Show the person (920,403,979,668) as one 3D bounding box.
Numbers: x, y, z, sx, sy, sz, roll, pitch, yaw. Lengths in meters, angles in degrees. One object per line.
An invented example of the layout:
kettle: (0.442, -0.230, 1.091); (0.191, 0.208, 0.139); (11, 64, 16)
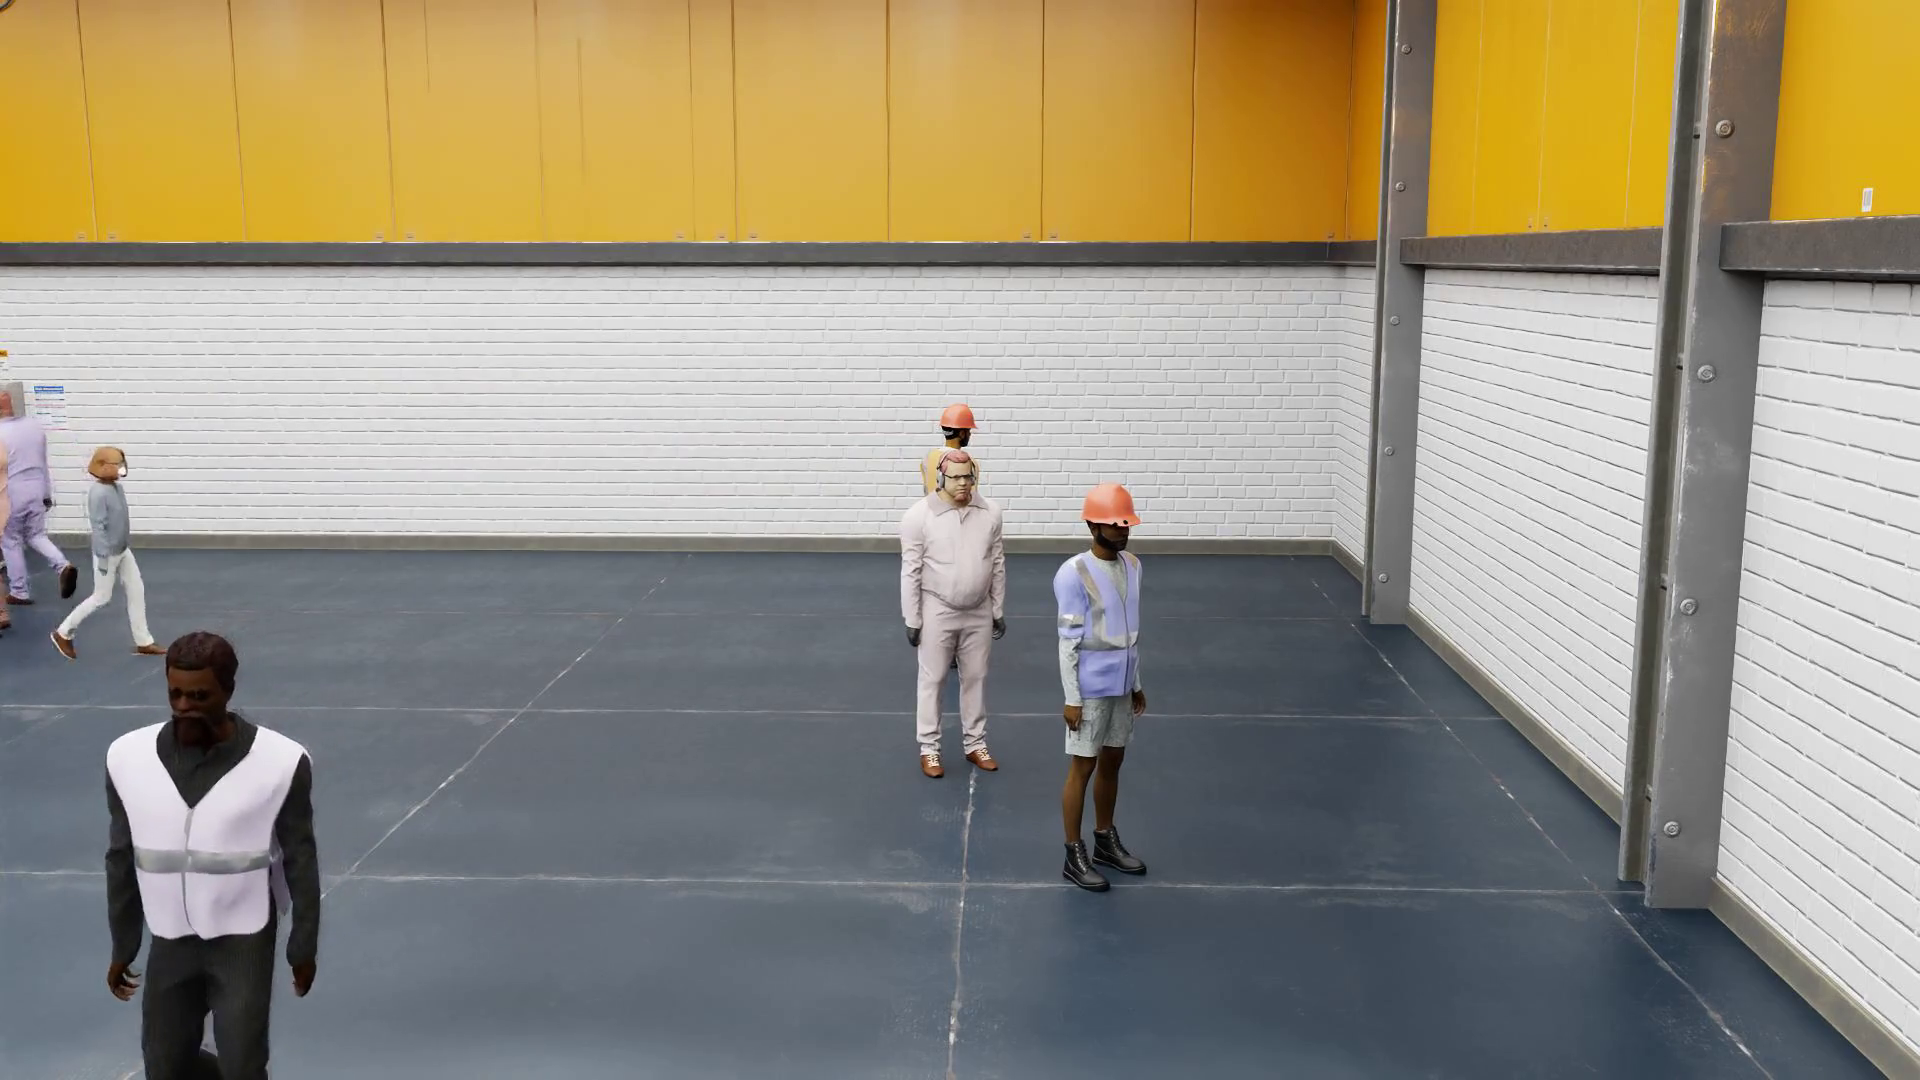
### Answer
person: (-0.042, -0.031, 12.150); (0.542, 1.933, 0.382); (9, 13, 44)

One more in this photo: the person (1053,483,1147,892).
person: (0.695, 0.686, 7.924); (0.358, 1.937, 0.548); (9, 13, 43)

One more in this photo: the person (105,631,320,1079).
person: (-2.256, 1.189, 5.078); (0.622, 1.904, 0.583); (-1, 10, -4)

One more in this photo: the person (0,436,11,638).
person: (-7.640, -0.156, 12.964); (0.444, 1.900, 0.669); (-4, 10, -21)

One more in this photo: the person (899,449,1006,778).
person: (-0.025, 0.422, 9.591); (0.640, 1.902, 0.402); (-4, 11, -24)

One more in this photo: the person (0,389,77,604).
person: (-7.973, -0.354, 14.175); (0.668, 1.881, 0.669); (3, 10, 17)

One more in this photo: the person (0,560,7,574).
person: (-9.247, -0.492, 15.216); (0.964, 1.795, 0.540); (2, 10, 12)

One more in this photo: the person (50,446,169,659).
person: (-6.367, 0.096, 12.355); (0.762, 1.608, 0.509); (-1, 10, -6)
